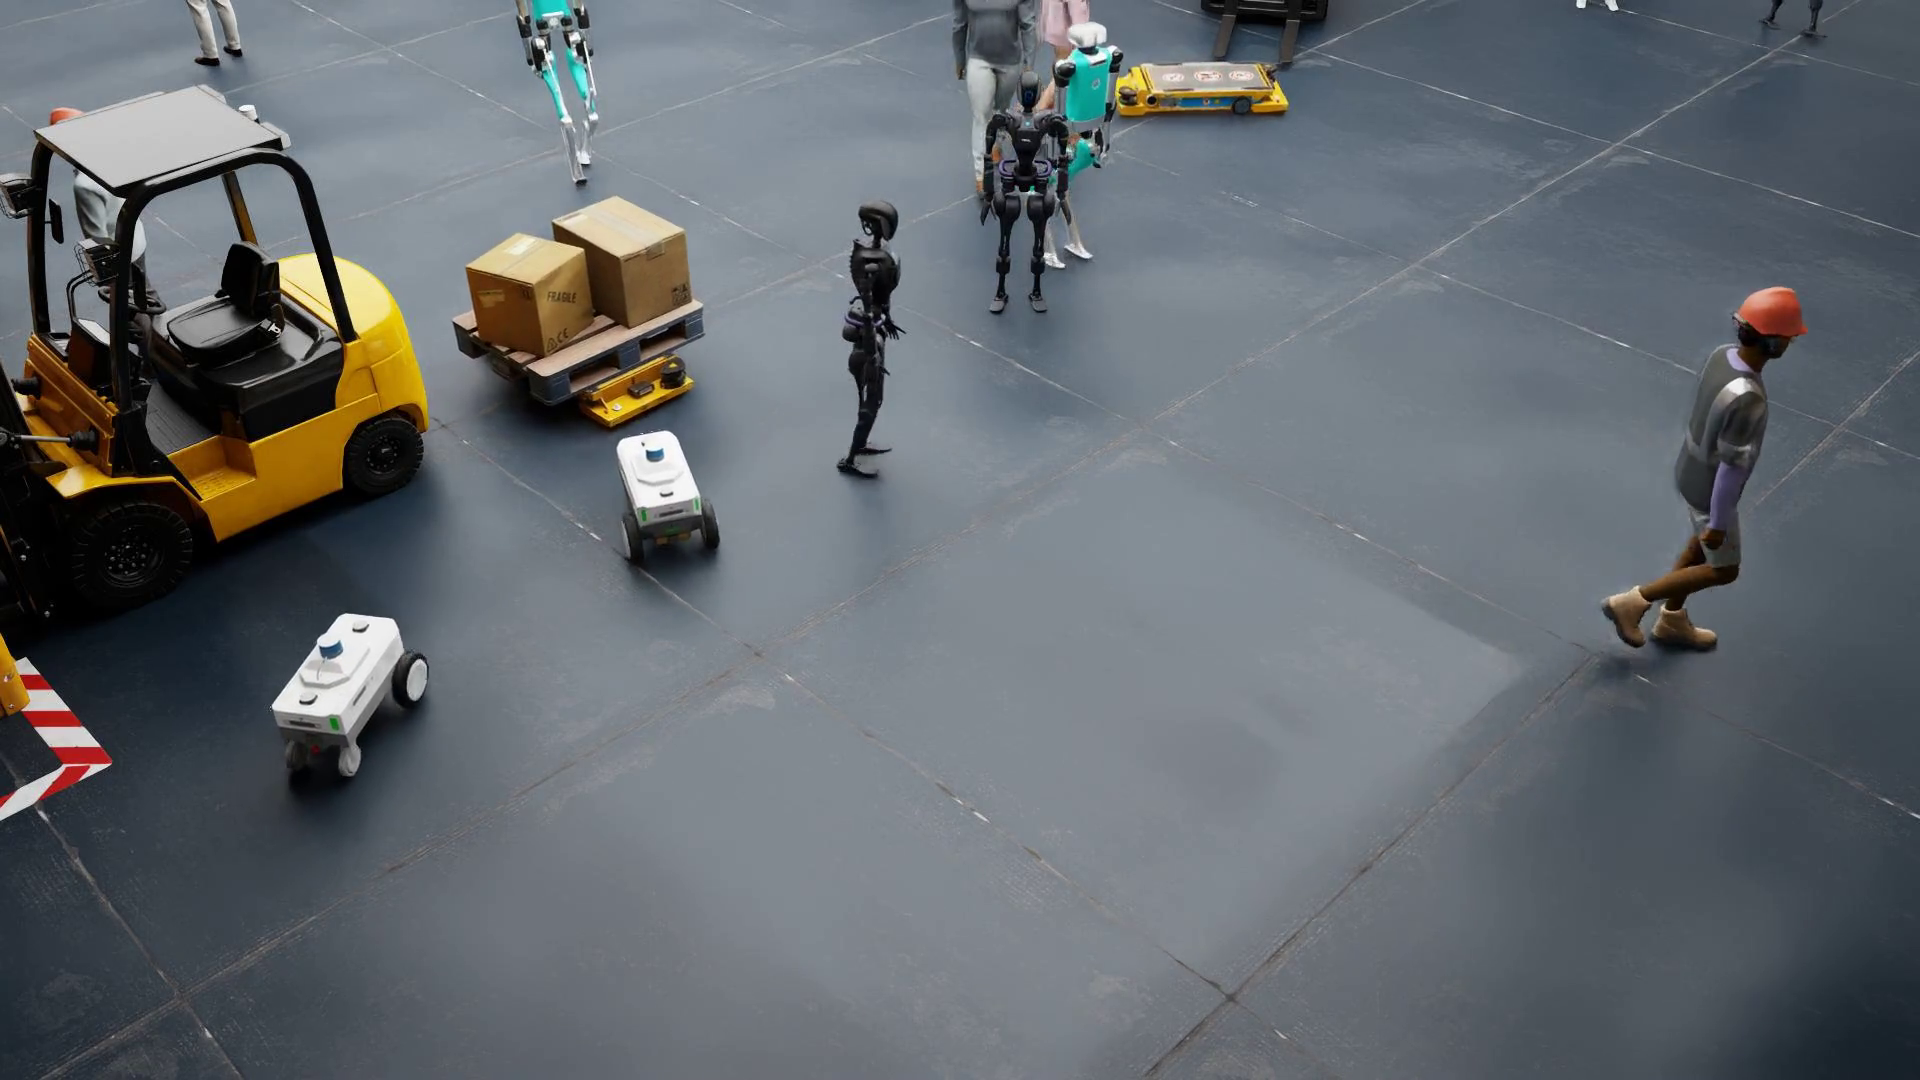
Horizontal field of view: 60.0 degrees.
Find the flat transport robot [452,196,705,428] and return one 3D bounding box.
[{"bbox_3d":[-2.393,-1.167,10.559,1.431,0.231,0.659,30,46,34],"label":"flat transport robot"}]

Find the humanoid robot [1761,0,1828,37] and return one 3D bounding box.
[{"bbox_3d":[7.753,-5.387,15.052,0.603,1.628,0.714,-9,38,-11],"label":"humanoid robot"}]

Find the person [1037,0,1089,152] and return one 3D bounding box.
[{"bbox_3d":[0.826,-3.894,12.952,0.501,1.767,0.584,-10,38,-13],"label":"person"}]

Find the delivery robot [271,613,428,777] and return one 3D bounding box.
[{"bbox_3d":[-2.902,0.689,7.851,0.499,0.613,0.811,6,37,8],"label":"delivery robot"}]

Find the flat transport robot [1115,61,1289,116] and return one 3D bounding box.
[{"bbox_3d":[2.018,-3.829,14.122,1.431,0.231,0.659,-2,37,-3],"label":"flat transport robot"}]

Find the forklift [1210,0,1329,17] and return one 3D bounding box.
[{"bbox_3d":[3.106,-6.400,15.960,1.214,2.155,2.313,8,37,10],"label":"forklift"}]

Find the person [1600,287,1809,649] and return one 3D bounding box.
[{"bbox_3d":[3.555,-0.271,7.894,0.523,2.021,0.639,7,37,9],"label":"person"}]

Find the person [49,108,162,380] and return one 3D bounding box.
[{"bbox_3d":[-5.186,-1.804,10.180,0.351,1.742,0.572,-3,37,-4],"label":"person"}]

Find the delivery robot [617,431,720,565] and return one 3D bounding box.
[{"bbox_3d":[-1.639,-0.253,9.109,0.499,0.610,0.811,-12,38,-16],"label":"delivery robot"}]

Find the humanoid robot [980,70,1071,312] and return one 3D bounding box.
[{"bbox_3d":[0.432,-2.255,10.826,0.599,1.658,0.315,1,37,1],"label":"humanoid robot"}]

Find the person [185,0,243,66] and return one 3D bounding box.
[{"bbox_3d":[-6.673,-5.039,14.476,0.384,1.783,0.538,21,41,25],"label":"person"}]

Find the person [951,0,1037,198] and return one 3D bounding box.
[{"bbox_3d":[0.247,-3.586,12.450,0.638,1.890,1.014,-1,37,-1],"label":"person"}]

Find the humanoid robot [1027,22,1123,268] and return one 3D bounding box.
[{"bbox_3d":[0.704,-2.722,11.397,0.536,1.768,0.729,-23,42,-27],"label":"humanoid robot"}]

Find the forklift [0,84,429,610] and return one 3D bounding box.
[{"bbox_3d":[-4.145,-1.093,8.856,2.313,2.155,1.214,-31,47,-34],"label":"forklift"}]

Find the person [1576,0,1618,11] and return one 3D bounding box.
[{"bbox_3d":[6.167,-5.806,15.630,0.514,1.633,0.315,8,37,10],"label":"person"}]

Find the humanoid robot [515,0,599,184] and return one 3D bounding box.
[{"bbox_3d":[-3.004,-3.546,12.600,0.553,1.883,0.788,-12,38,-15],"label":"humanoid robot"}]

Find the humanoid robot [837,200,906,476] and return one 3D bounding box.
[{"bbox_3d":[-0.517,-1.157,9.380,0.382,1.642,0.601,3,37,5],"label":"humanoid robot"}]
